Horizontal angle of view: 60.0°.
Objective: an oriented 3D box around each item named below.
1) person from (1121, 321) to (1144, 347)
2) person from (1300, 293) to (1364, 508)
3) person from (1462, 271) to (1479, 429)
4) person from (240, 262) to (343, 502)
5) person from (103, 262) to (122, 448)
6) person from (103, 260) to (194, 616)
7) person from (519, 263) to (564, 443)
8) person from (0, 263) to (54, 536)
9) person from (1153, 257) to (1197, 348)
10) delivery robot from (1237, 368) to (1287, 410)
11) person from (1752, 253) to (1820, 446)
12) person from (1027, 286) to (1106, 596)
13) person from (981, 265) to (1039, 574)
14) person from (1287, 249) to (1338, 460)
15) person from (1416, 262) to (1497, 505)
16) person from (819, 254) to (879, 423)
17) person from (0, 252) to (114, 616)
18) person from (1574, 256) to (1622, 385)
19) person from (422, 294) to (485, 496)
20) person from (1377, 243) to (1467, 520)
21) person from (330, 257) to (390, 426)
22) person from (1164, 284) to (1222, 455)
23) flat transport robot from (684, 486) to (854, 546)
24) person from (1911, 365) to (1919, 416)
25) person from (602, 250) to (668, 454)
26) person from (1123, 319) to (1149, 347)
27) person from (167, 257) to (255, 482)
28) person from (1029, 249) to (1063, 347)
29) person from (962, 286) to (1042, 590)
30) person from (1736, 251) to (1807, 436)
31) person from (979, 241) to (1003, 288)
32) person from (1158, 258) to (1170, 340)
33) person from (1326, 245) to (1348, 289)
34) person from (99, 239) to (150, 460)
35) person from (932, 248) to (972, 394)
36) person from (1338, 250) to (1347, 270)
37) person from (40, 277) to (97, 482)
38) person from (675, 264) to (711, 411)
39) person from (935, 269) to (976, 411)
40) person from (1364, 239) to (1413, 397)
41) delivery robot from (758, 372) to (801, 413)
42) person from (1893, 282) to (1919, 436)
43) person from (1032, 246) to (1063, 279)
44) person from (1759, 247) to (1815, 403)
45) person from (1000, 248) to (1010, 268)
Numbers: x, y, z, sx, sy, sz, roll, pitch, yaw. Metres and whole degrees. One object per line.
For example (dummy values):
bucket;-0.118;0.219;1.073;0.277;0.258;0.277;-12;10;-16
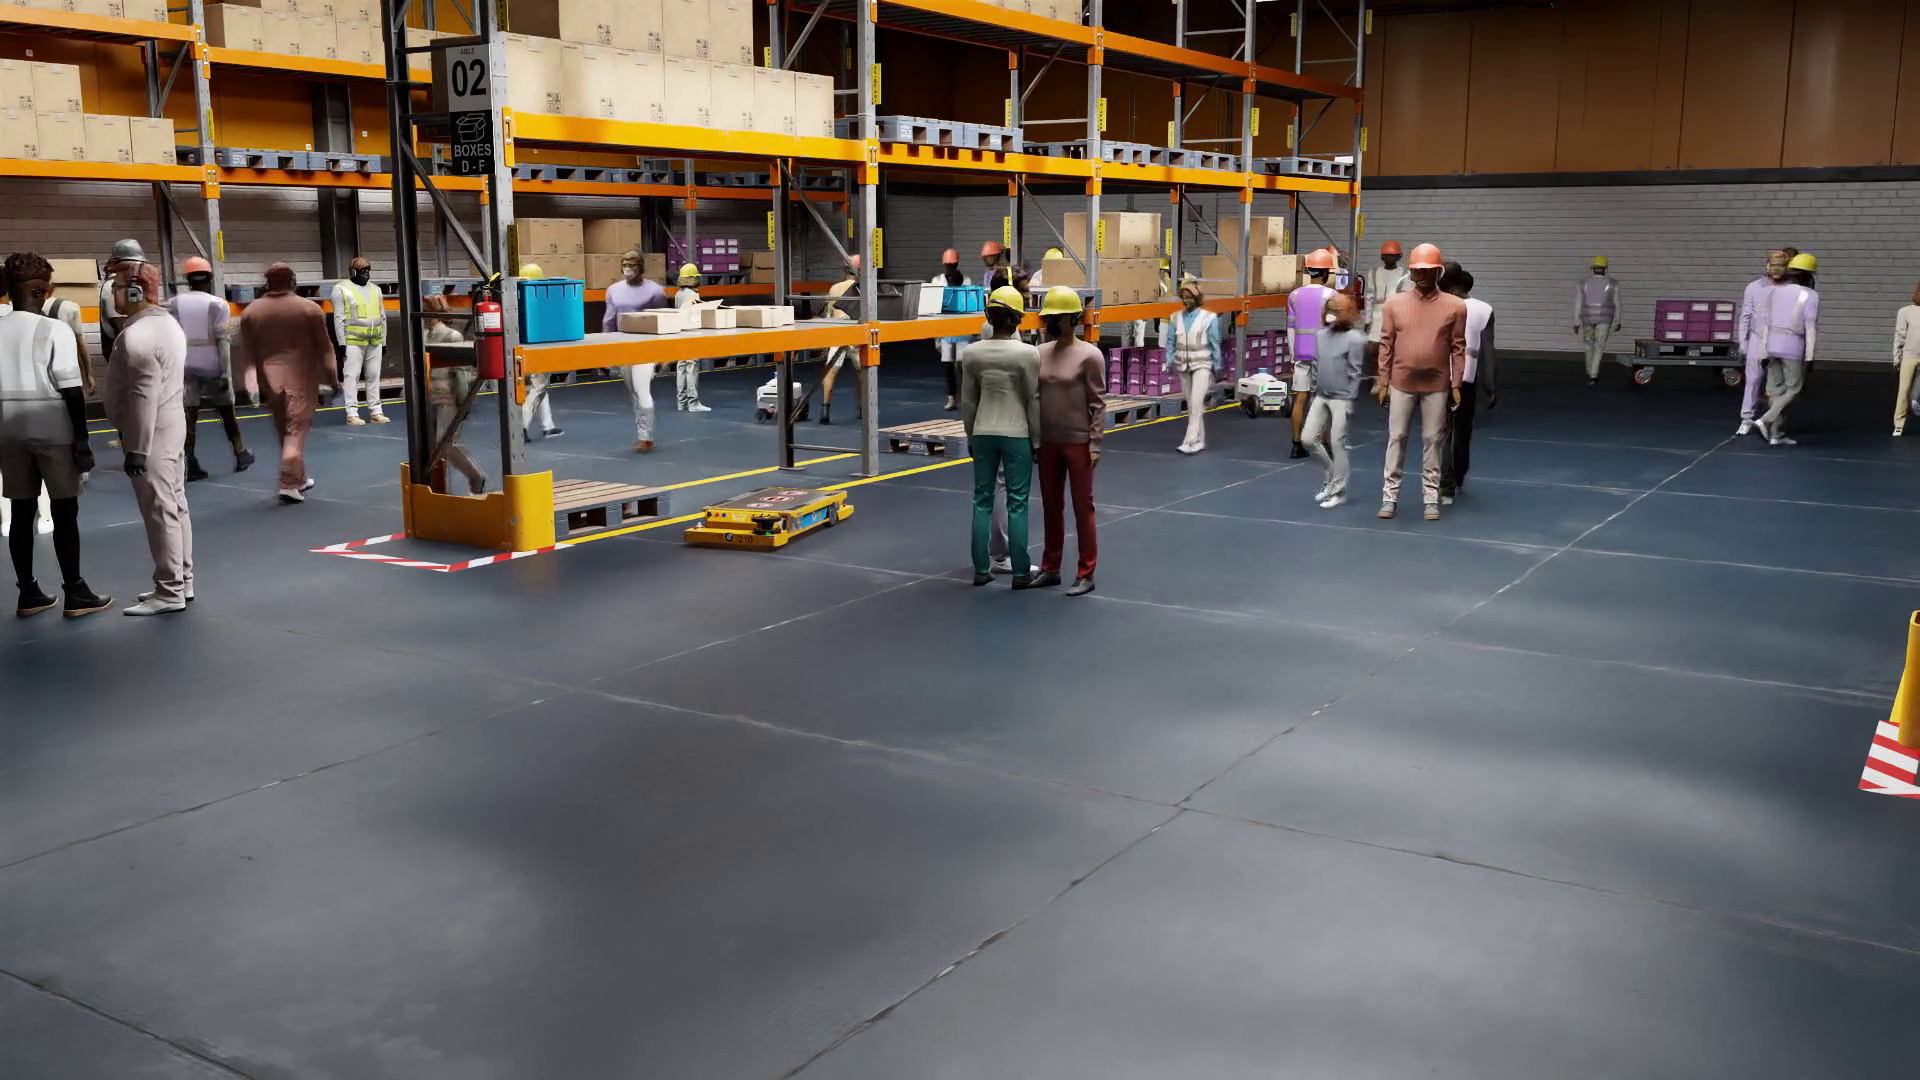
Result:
person;2.968;-4.061;28.259;0.623;1.992;0.396;7;12;32
person;2.811;-1.049;12.582;0.349;1.619;0.527;-6;12;-32
person;5.372;-2.033;17.844;0.319;1.695;0.538;-5;11;-26
person;-5.241;-1.236;13.013;0.654;1.859;1.005;1;10;3
person;-8.082;-1.794;16.149;0.433;1.832;0.654;-5;12;-27
person;-4.418;-0.552;9.051;0.409;1.913;0.642;-2;11;-13
person;-4.297;-1.880;16.735;0.588;1.795;0.902;5;12;28
person;-6.518;-0.959;11.420;0.532;1.870;0.316;-5;11;-27
person;2.976;-3.037;23.042;0.619;1.835;0.430;0;10;-1
delivery robot;3.469;-1.737;19.114;0.477;0.478;0.707;-3;10;-14
person;8.041;-1.840;16.225;0.630;1.899;0.625;-4;11;-21
person;0.588;-0.561;9.504;0.532;1.767;0.328;10;14;43
person;0.276;-0.731;10.155;0.329;1.871;0.513;-3;11;-15
person;3.275;-1.696;15.316;0.547;1.938;0.359;9;14;41
person;3.847;-1.230;12.981;0.631;1.850;1.009;2;10;13
person;-1.285;-2.234;18.509;0.628;1.878;0.977;4;11;23
person;-4.946;-0.557;8.943;0.602;1.958;0.369;1;10;8
person;9.050;-3.109;23.537;0.603;1.785;0.888;7;13;35
person;-3.868;-1.023;12.443;0.522;1.626;0.423;7;12;32
person;3.335;-1.135;12.046;0.612;1.995;0.392;3;11;18
person;-6.559;-2.174;18.269;0.428;1.837;0.625;8;13;37
person;2.152;-1.591;15.651;0.513;1.600;0.811;8;13;38
flat transport robot;-1.297;-0.181;11.539;0.652;0.197;1.431;3;11;17
person;11.241;-2.215;19.180;0.863;1.592;0.509;-9;14;-41
person;-3.112;-1.777;15.797;0.627;1.916;0.739;4;11;21
person;2.811;-3.688;26.642;0.404;1.833;0.587;-10;14;-43
person;-6.453;-1.473;14.246;0.546;1.870;0.948;-1;10;-3
person;1.093;-2.540;20.051;0.585;1.917;0.382;-7;13;-36
person;0.259;-0.590;9.682;0.522;1.761;0.322;6;12;28
person;8.386;-2.006;17.135;0.689;1.904;0.398;6;12;30
person;0.566;-3.014;22.410;0.822;2.017;0.609;-6;12;-28
person;2.866;-3.112;23.637;0.315;1.767;0.534;1;10;3
person;5.784;-3.631;26.026;0.545;1.942;0.352;5;11;26
person;-7.264;-1.632;14.676;0.536;2.000;0.680;-4;11;-22
person;-0.106;-2.904;22.061;0.556;1.920;0.694;1;10;8
person;6.149;-3.727;26.810;0.463;1.859;0.672;-3;11;-18
person;-7.428;-1.326;13.652;0.568;1.798;0.822;-7;13;-35
person;-3.193;-2.396;19.732;0.294;1.744;0.484;-8;13;-38
person;-0.053;-2.369;19.748;0.545;1.681;0.371;5;11;25
person;5.480;-2.834;21.367;0.645;2.025;0.560;6;12;31
delivery robot;-2.004;-1.624;18.485;0.477;0.478;0.707;2;10;9
person;9.869;-1.863;17.107;0.493;1.626;0.286;4;11;22
person;1.221;-2.834;21.620;0.630;1.940;0.372;-6;12;-30
person;10.252;-2.668;20.695;0.629;1.940;0.377;1;10;8
person;0.976;-4.768;32.524;0.532;1.870;0.315;7;12;33
